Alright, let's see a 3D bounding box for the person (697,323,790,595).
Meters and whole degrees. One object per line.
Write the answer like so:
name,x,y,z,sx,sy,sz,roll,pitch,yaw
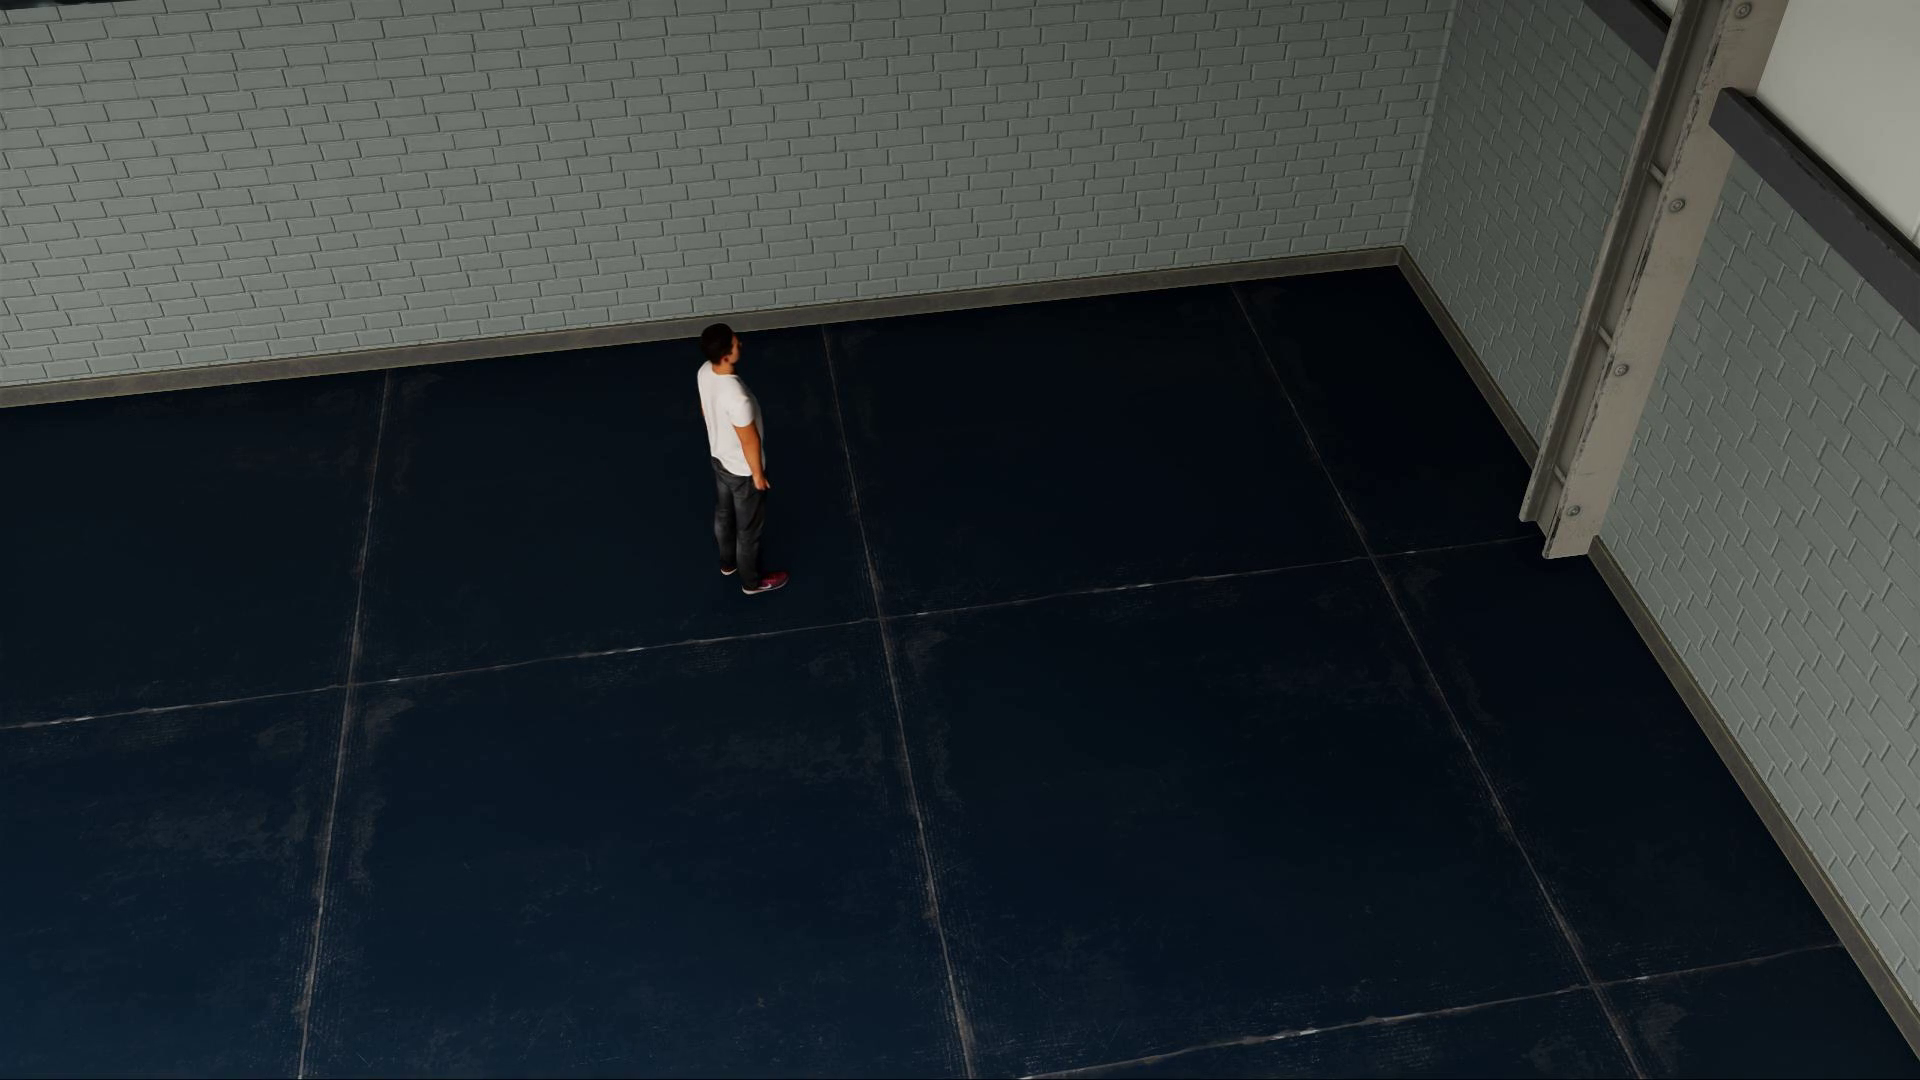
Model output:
person,-1.267,-0.454,9.330,0.780,1.804,0.637,-26,49,-25
